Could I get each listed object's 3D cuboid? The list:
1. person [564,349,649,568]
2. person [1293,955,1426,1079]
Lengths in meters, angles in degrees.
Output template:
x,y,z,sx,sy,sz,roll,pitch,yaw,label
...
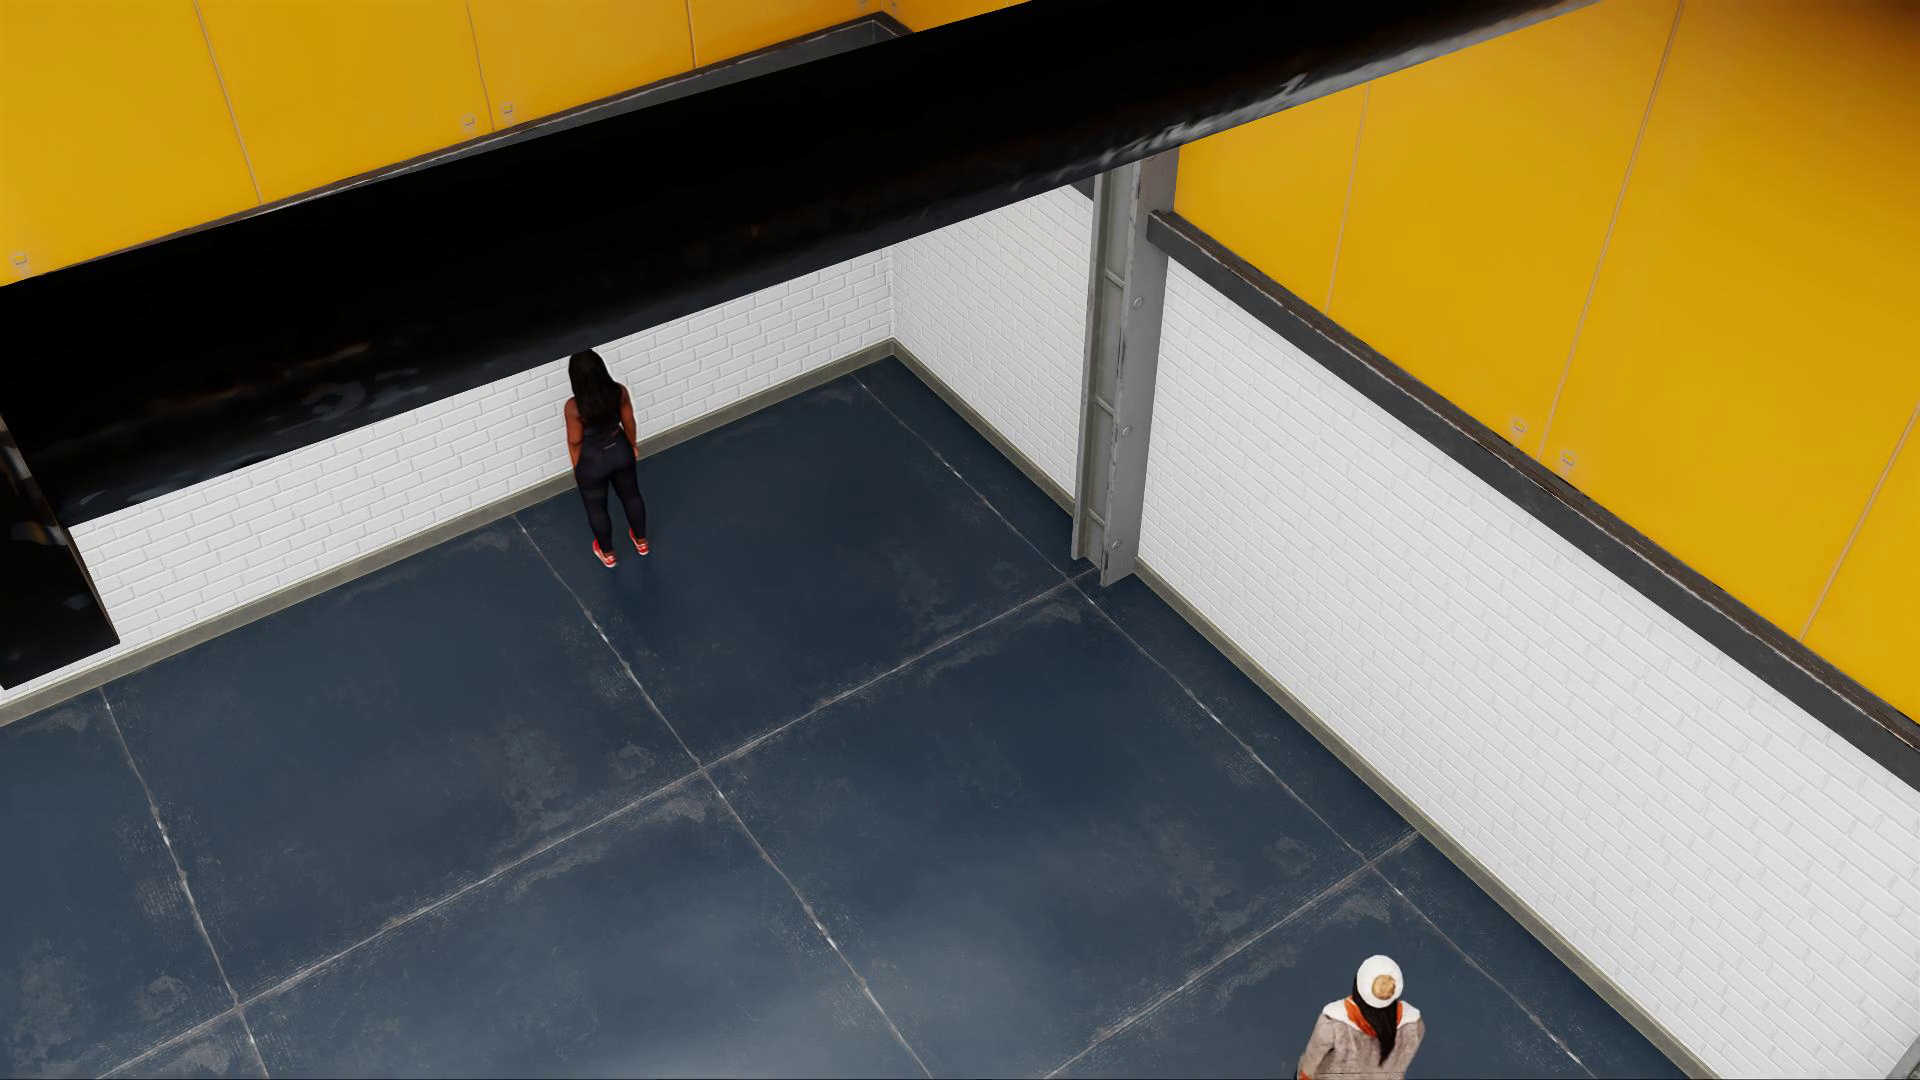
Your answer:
x,y,z,sx,sy,sz,roll,pitch,yaw,label
-2.477,-0.571,11.578,0.636,1.815,0.595,-27,50,-25,person
1.914,2.683,8.118,0.827,1.877,0.865,2,44,2,person
